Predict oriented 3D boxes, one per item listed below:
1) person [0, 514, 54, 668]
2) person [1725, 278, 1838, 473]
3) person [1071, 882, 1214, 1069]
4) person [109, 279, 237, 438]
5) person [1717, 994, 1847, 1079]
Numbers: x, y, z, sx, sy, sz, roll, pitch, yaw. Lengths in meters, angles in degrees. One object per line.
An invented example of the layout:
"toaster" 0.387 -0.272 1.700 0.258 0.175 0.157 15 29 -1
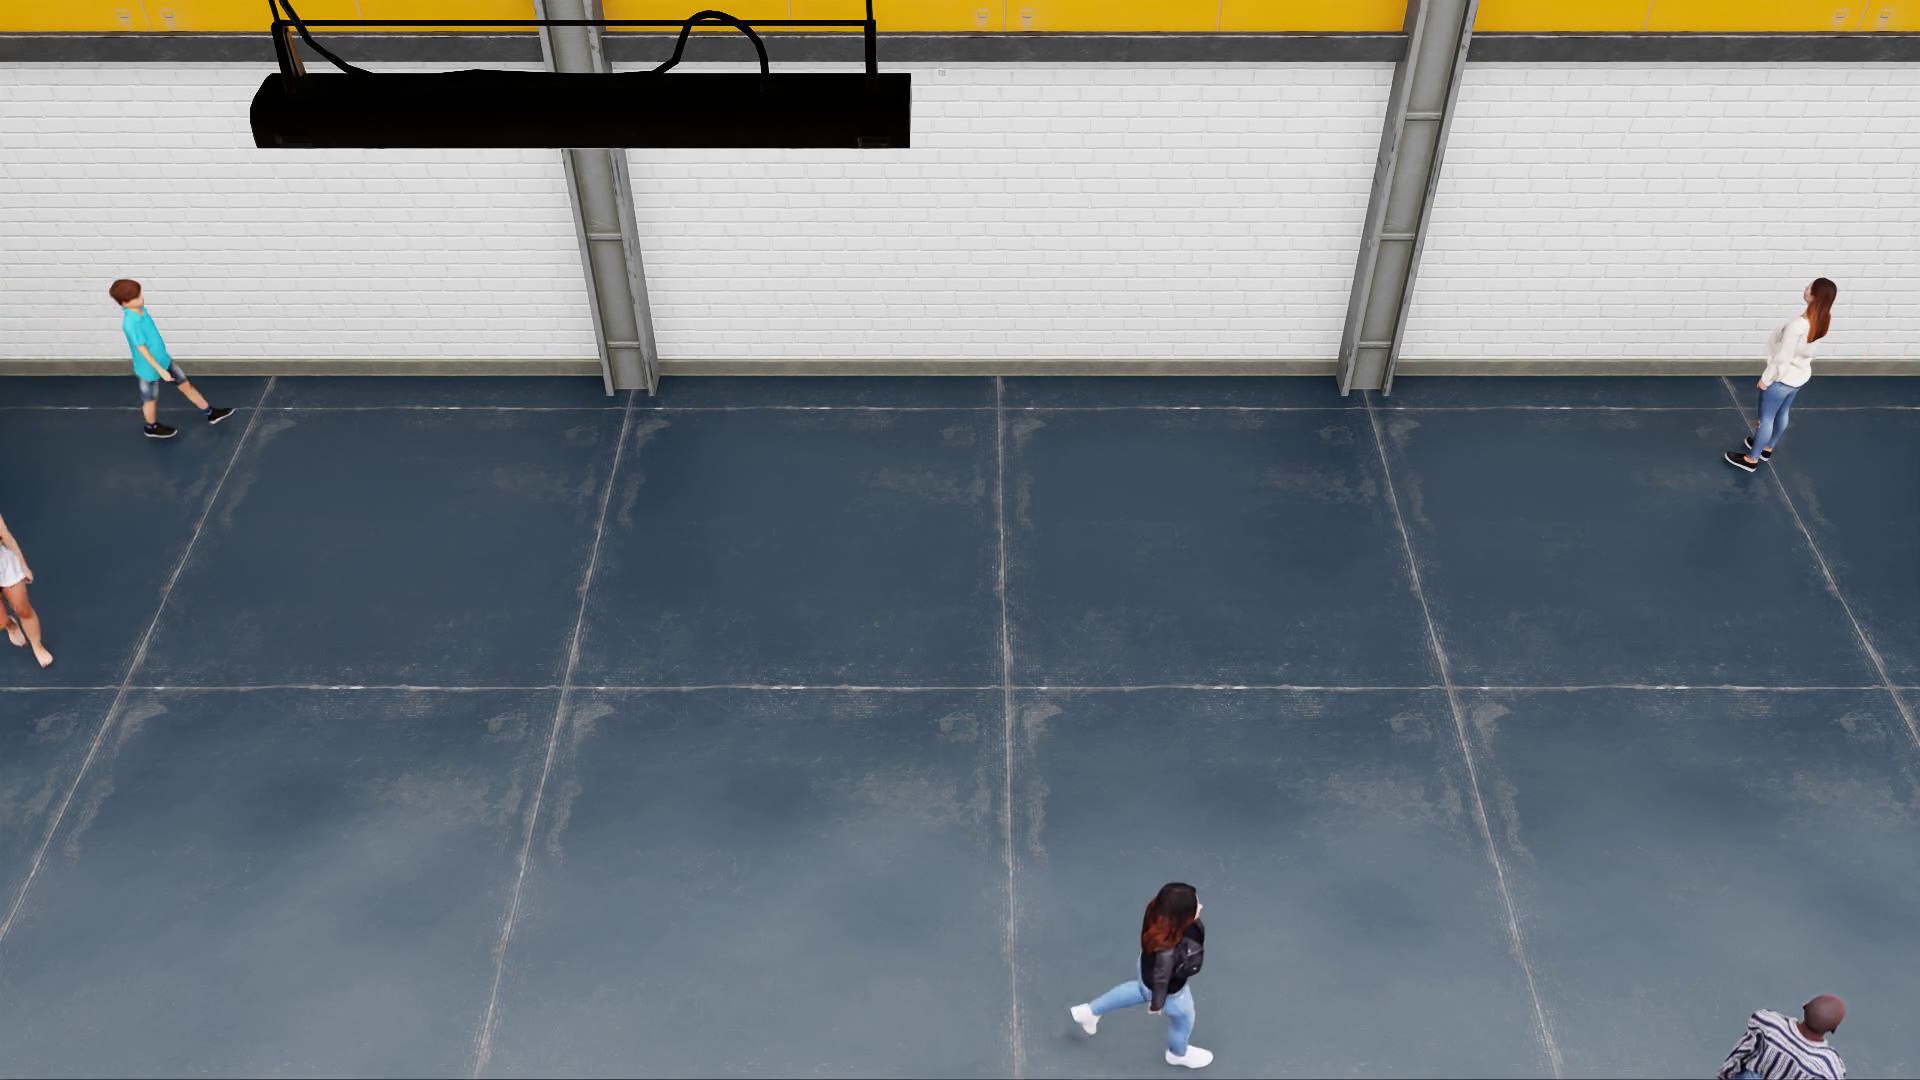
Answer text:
"person" -6.422 0.172 10.993 0.739 1.603 0.797 -30 51 -28
"person" 6.168 -1.236 12.408 0.671 1.691 0.766 -25 49 -24
"person" 1.003 2.283 8.772 1.035 1.610 0.688 3 44 3
"person" -6.259 -1.356 12.734 0.903 1.416 0.519 0 44 0
"person" 3.952 2.750 8.147 0.745 1.796 0.688 -34 53 -30
